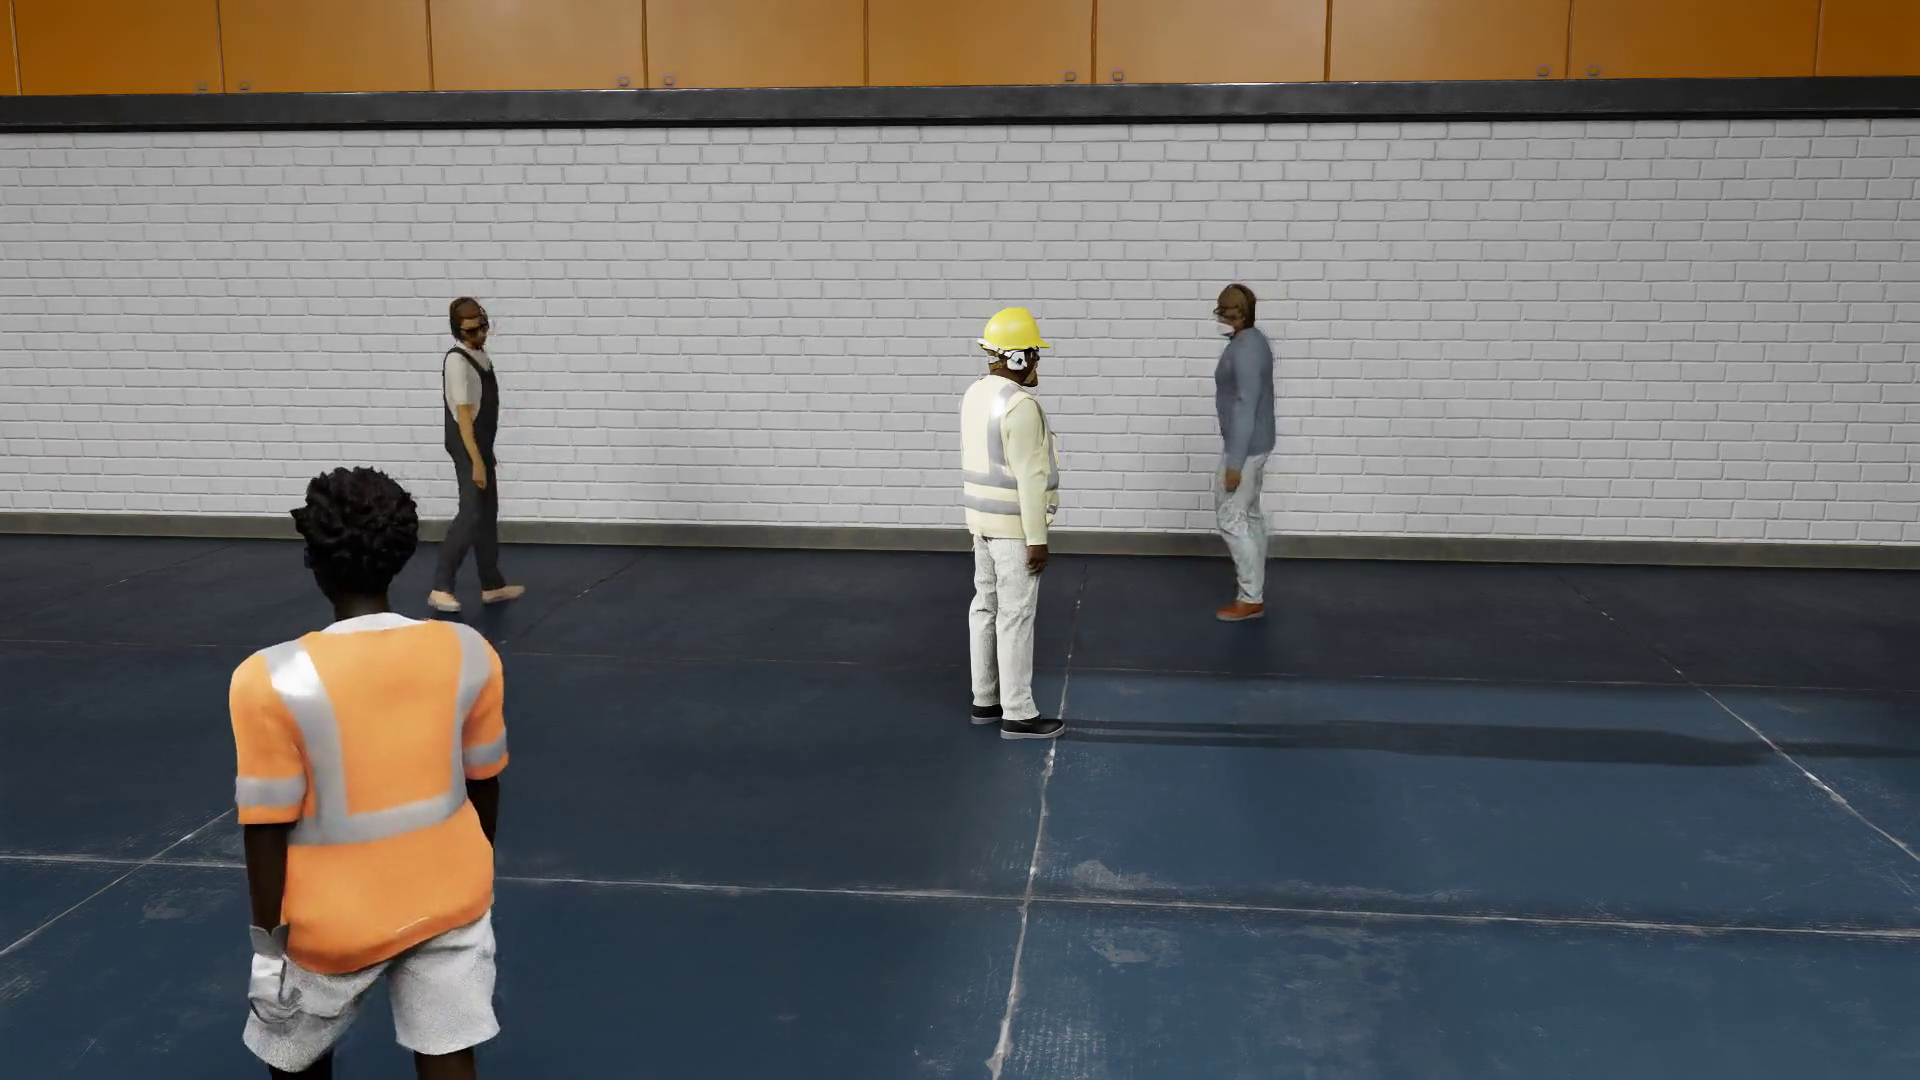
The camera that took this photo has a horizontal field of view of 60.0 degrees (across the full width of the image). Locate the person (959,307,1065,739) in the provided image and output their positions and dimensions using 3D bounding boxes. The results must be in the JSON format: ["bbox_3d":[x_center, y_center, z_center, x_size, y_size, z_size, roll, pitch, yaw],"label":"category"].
[{"bbox_3d":[0.223,-0.071,7.112,0.404,1.833,0.588,-5,11,-26],"label":"person"}]

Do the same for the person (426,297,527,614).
[{"bbox_3d":[-2.833,-0.484,9.563,0.496,1.811,0.659,-1,10,-7],"label":"person"}]

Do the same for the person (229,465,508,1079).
[{"bbox_3d":[-1.147,0.690,3.195,0.671,1.670,0.560,10,14,44],"label":"person"}]

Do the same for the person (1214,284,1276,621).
[{"bbox_3d":[1.615,-0.495,9.409,0.354,1.894,0.842,3,10,17],"label":"person"}]
